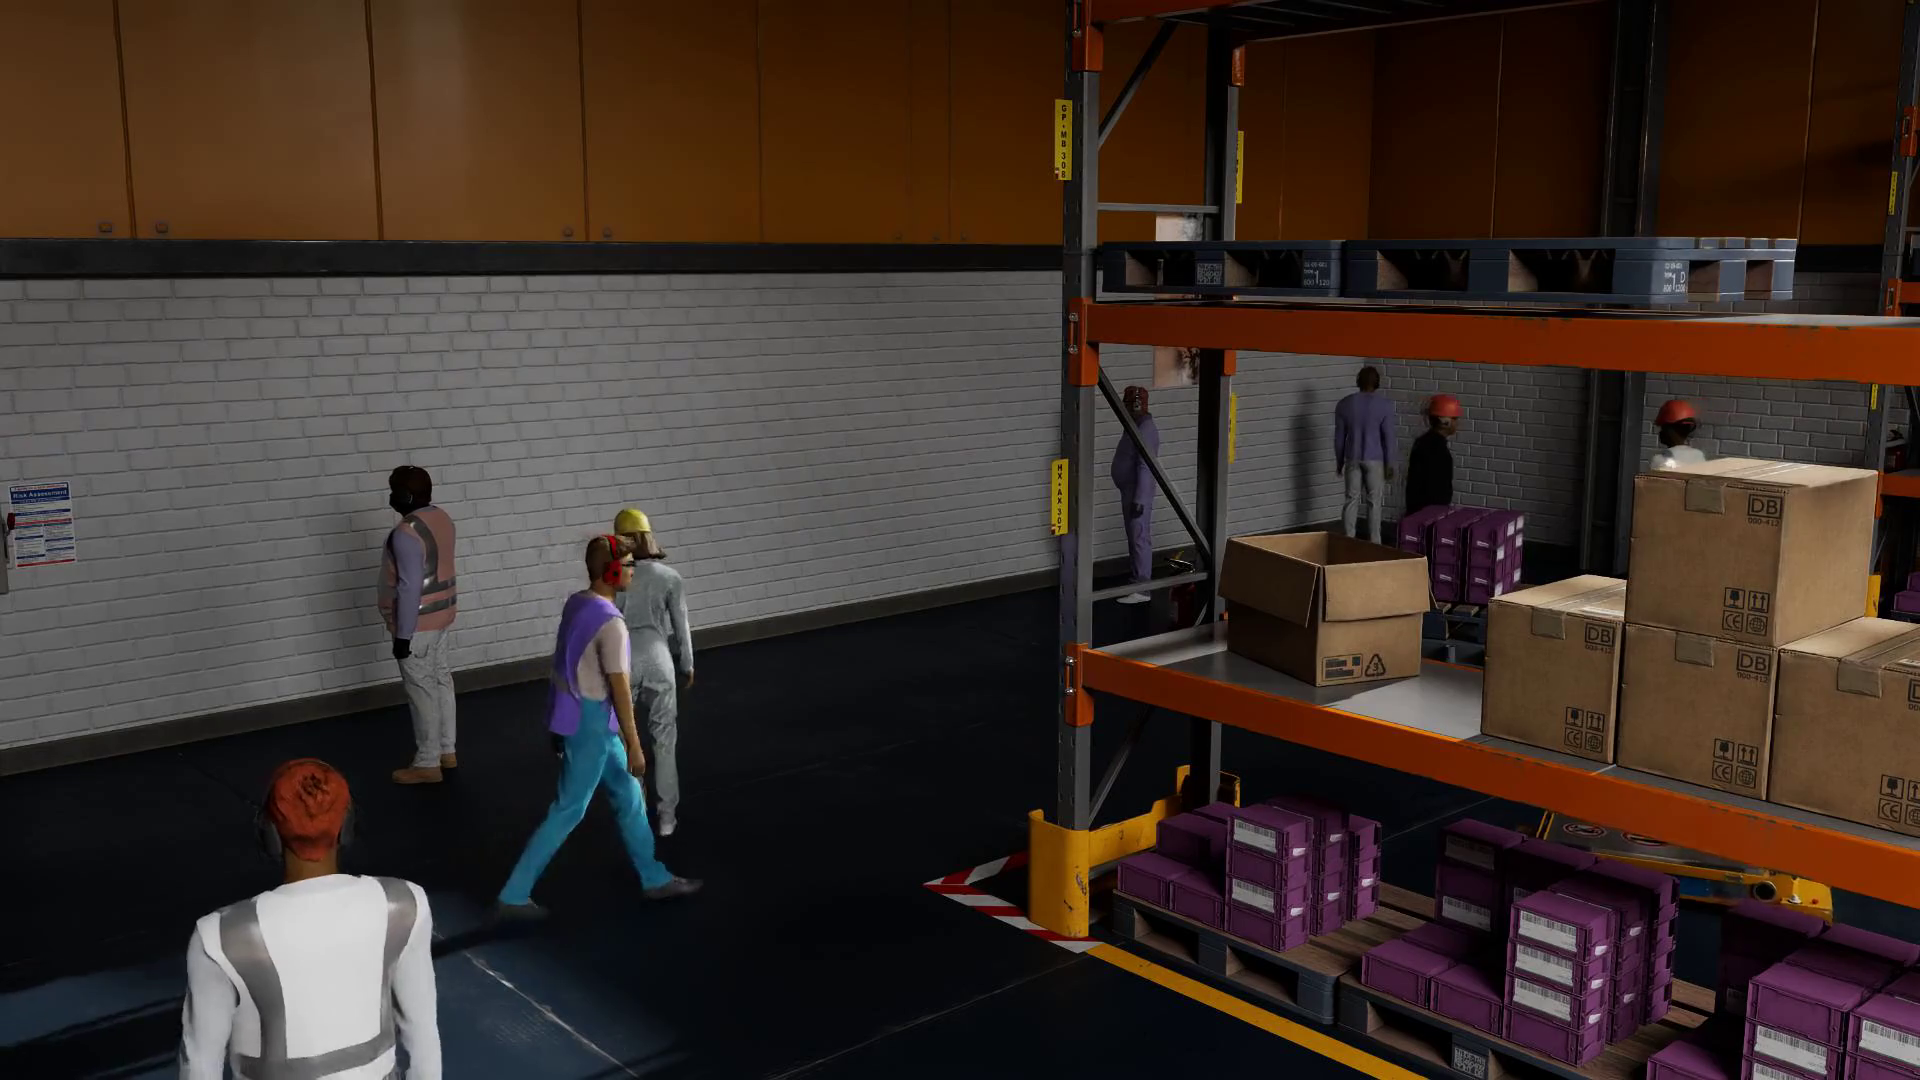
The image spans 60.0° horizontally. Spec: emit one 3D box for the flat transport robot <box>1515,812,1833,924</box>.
[{"bbox_3d":[3.400,1.541,8.032,1.431,0.197,0.652,5,11,25],"label":"flat transport robot"}]

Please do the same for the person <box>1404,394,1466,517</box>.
[{"bbox_3d":[3.662,-0.189,13.271,0.849,1.962,0.629,-1,10,-7],"label":"person"}]

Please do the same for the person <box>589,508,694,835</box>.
[{"bbox_3d":[-1.692,0.689,8.783,0.572,1.711,0.493,-3,10,-17],"label":"person"}]

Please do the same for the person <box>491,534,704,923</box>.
[{"bbox_3d":[-1.710,0.864,7.607,0.973,1.786,0.592,-4,10,-22],"label":"person"}]

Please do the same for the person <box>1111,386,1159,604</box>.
[{"bbox_3d":[1.526,-0.399,14.609,0.409,1.907,0.651,0,10,-1],"label":"person"}]

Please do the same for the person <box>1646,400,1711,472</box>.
[{"bbox_3d":[5.189,-0.035,12.250,0.654,1.975,1.087,-4,10,-22],"label":"person"}]

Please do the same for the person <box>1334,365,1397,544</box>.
[{"bbox_3d":[4.096,-0.791,16.813,0.634,1.937,0.354,6,11,32],"label":"person"}]

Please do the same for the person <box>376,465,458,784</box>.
[{"bbox_3d":[-3.140,0.482,9.637,0.429,1.842,0.636,1,10,3],"label":"person"}]

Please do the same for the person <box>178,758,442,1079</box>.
[{"bbox_3d":[-1.564,1.438,4.075,0.575,1.841,0.986,-9,13,-41],"label":"person"}]
